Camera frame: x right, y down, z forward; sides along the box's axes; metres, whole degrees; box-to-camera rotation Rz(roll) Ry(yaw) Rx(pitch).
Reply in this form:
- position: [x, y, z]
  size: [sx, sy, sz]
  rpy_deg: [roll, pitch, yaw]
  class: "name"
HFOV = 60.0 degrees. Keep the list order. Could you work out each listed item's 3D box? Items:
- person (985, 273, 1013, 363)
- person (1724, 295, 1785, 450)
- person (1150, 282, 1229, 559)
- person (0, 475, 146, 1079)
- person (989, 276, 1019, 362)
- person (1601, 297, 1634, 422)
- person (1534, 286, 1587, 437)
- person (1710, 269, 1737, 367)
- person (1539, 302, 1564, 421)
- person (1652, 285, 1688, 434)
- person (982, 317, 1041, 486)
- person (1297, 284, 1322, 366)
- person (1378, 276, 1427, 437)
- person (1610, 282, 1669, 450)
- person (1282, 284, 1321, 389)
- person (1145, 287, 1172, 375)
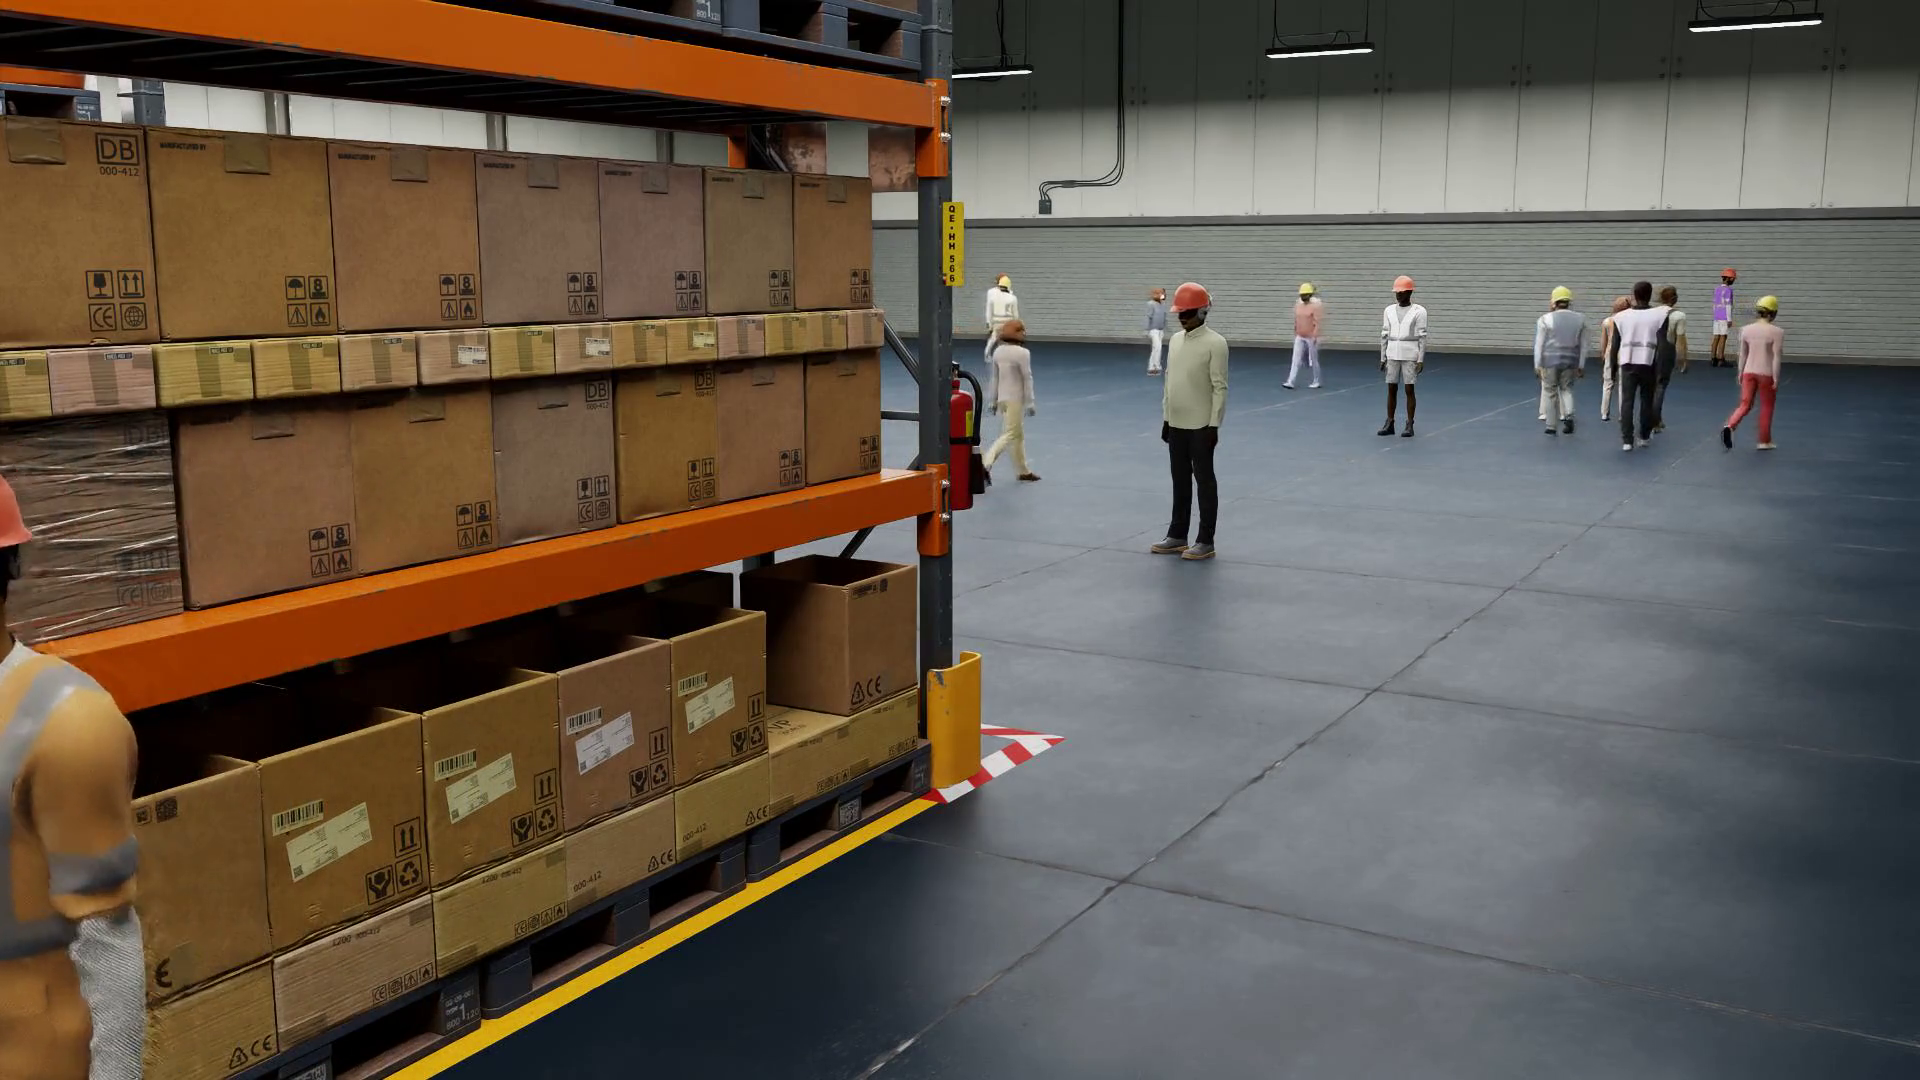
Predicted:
- position: [0.765, -4.386, 33.068]
  size: [0.594, 1.853, 0.856]
  rpy_deg: [-4, 10, -21]
  class: "person"
- position: [8.900, -1.856, 18.570]
  size: [0.713, 1.742, 0.531]
  rpy_deg: [-6, 11, -32]
  class: "person"
- position: [1.666, -0.858, 12.019]
  size: [0.387, 1.988, 0.608]
  rpy_deg: [-7, 12, -34]
  class: "person"
- position: [-1.477, 0.773, 2.726]
  size: [0.546, 1.913, 0.788]
  rpy_deg: [6, 11, 31]
  class: "person"
- position: [0.772, -3.944, 30.614]
  size: [0.607, 1.810, 0.764]
  rpy_deg: [6, 12, 33]
  class: "person"
- position: [8.687, -2.376, 21.913]
  size: [0.307, 1.645, 0.513]
  rpy_deg: [-9, 13, -42]
  class: "person"
- position: [7.192, -2.132, 19.962]
  size: [0.614, 1.815, 0.451]
  rpy_deg: [0, 10, 1]
  class: "person"
- position: [14.997, -4.350, 32.633]
  size: [0.374, 1.930, 0.542]
  rpy_deg: [-1, 10, -3]
  class: "person"
- position: [7.883, -2.390, 22.000]
  size: [0.512, 1.642, 0.312]
  rpy_deg: [3, 10, 20]
  class: "person"
- position: [8.698, -2.220, 20.478]
  size: [0.826, 1.813, 0.554]
  rpy_deg: [-8, 13, -41]
  class: "person"
- position: [0.459, -1.319, 15.838]
  size: [0.801, 1.605, 0.503]
  rpy_deg: [-6, 12, -33]
  class: "person"
- position: [6.901, -4.248, 32.913]
  size: [0.509, 1.629, 0.316]
  rpy_deg: [5, 11, 27]
  class: "person"
- position: [5.330, -2.210, 20.079]
  size: [0.552, 1.935, 0.370]
  rpy_deg: [7, 12, 36]
  class: "person"
- position: [7.718, -1.983, 18.918]
  size: [0.609, 1.872, 1.000]
  rpy_deg: [5, 11, 29]
  class: "person"
- position: [5.658, -3.325, 27.233]
  size: [0.902, 1.712, 0.542]
  rpy_deg: [-10, 14, -44]
  class: "person"
- position: [3.668, -3.802, 30.317]
  size: [0.531, 1.607, 0.644]
  rpy_deg: [-9, 13, -42]
  class: "person"
